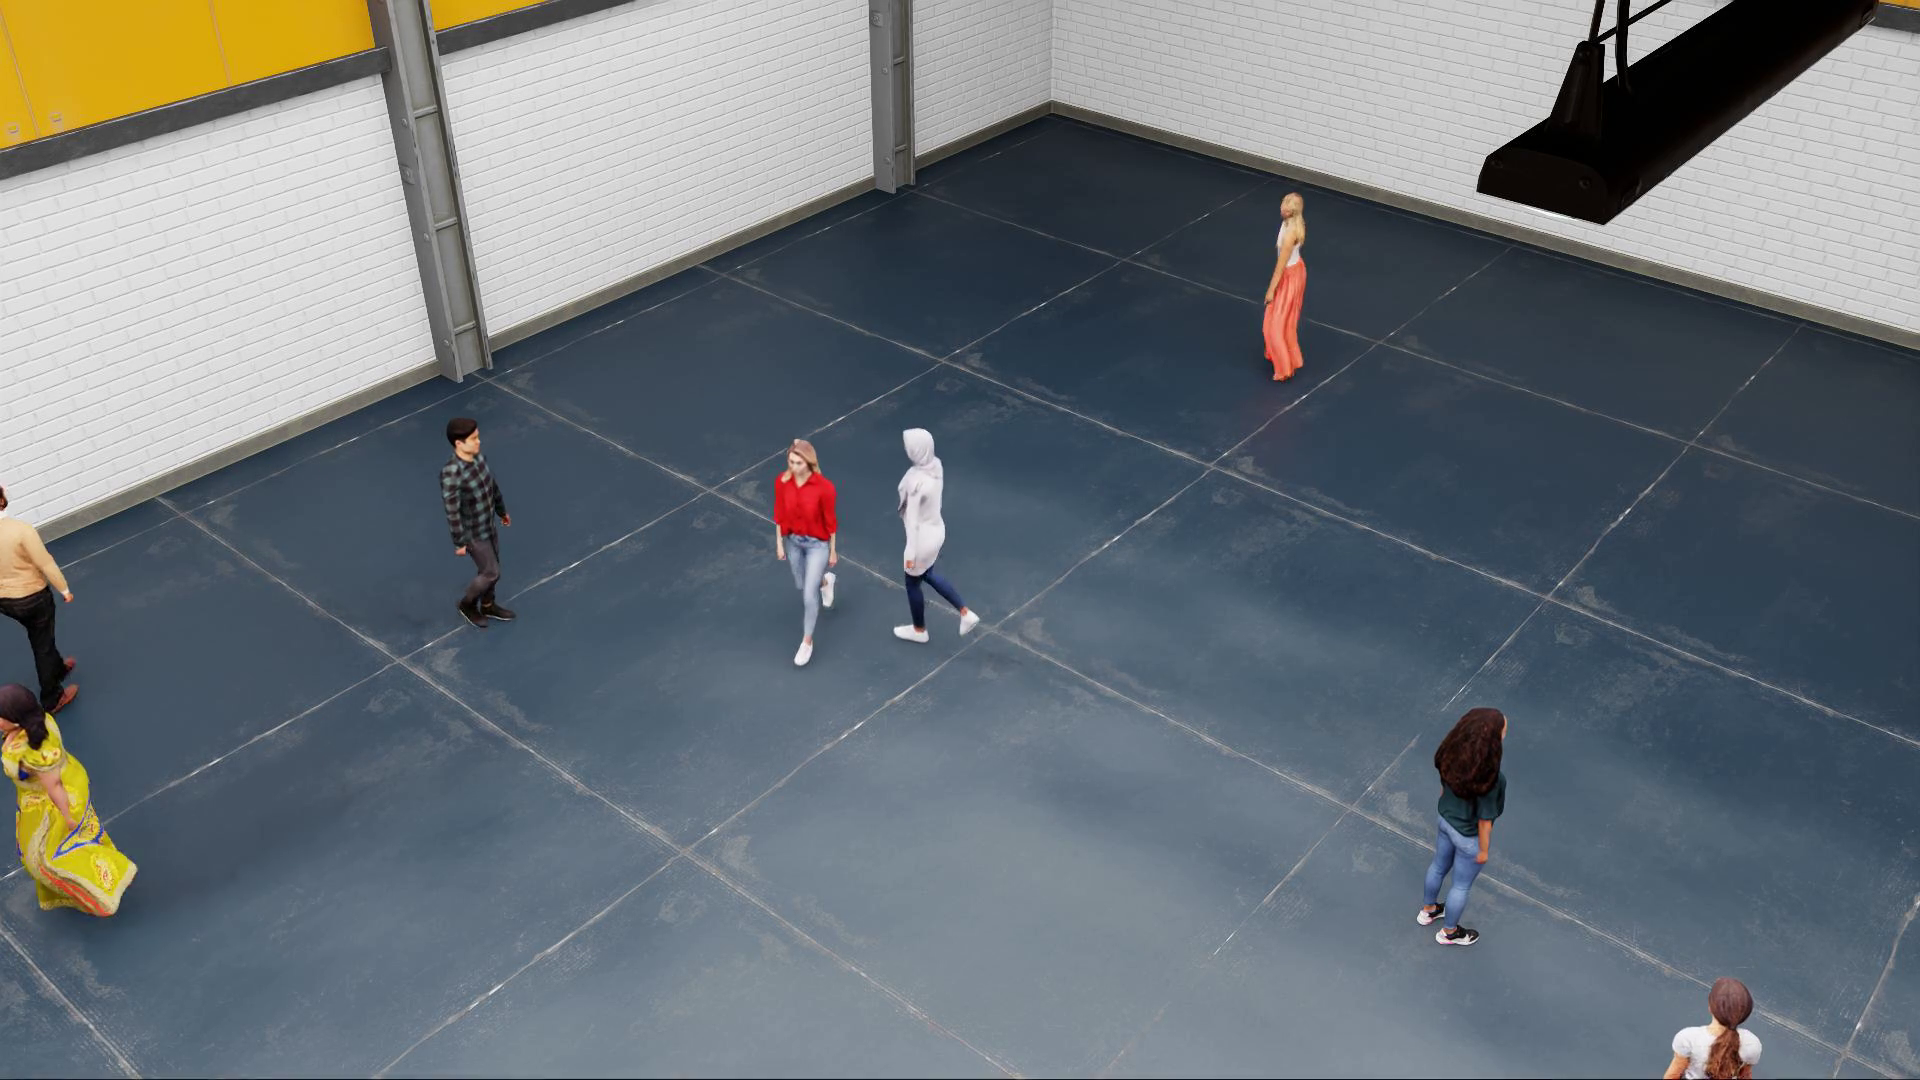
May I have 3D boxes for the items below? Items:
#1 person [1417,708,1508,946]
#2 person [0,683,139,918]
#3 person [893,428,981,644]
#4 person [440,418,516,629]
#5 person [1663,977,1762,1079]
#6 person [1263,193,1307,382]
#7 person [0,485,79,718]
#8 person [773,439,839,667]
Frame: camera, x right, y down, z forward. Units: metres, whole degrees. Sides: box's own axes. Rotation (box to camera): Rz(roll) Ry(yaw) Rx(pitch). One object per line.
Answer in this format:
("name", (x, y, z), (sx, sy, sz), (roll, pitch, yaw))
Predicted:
("person", (2.815, 1.594, 9.297), (0.738, 1.617, 0.705), (-12, 35, -17))
("person", (-5.068, 1.447, 9.491), (0.914, 1.646, 0.908), (-20, 38, -27))
("person", (-0.164, 0.022, 11.534), (0.818, 1.758, 0.892), (15, 36, 21))
("person", (-3.516, -0.131, 11.838), (0.836, 1.703, 0.767), (5, 34, 7))
("person", (3.458, 2.694, 7.722), (0.830, 1.529, 1.136), (10, 35, 14))
("person", (2.988, -2.354, 15.086), (0.889, 1.783, 0.699), (23, 40, 30))
("person", (-6.221, 0.424, 10.949), (0.902, 1.737, 0.979), (4, 34, 5))
("person", (-1.037, 0.009, 11.621), (0.881, 1.683, 1.116), (9, 35, 14))
